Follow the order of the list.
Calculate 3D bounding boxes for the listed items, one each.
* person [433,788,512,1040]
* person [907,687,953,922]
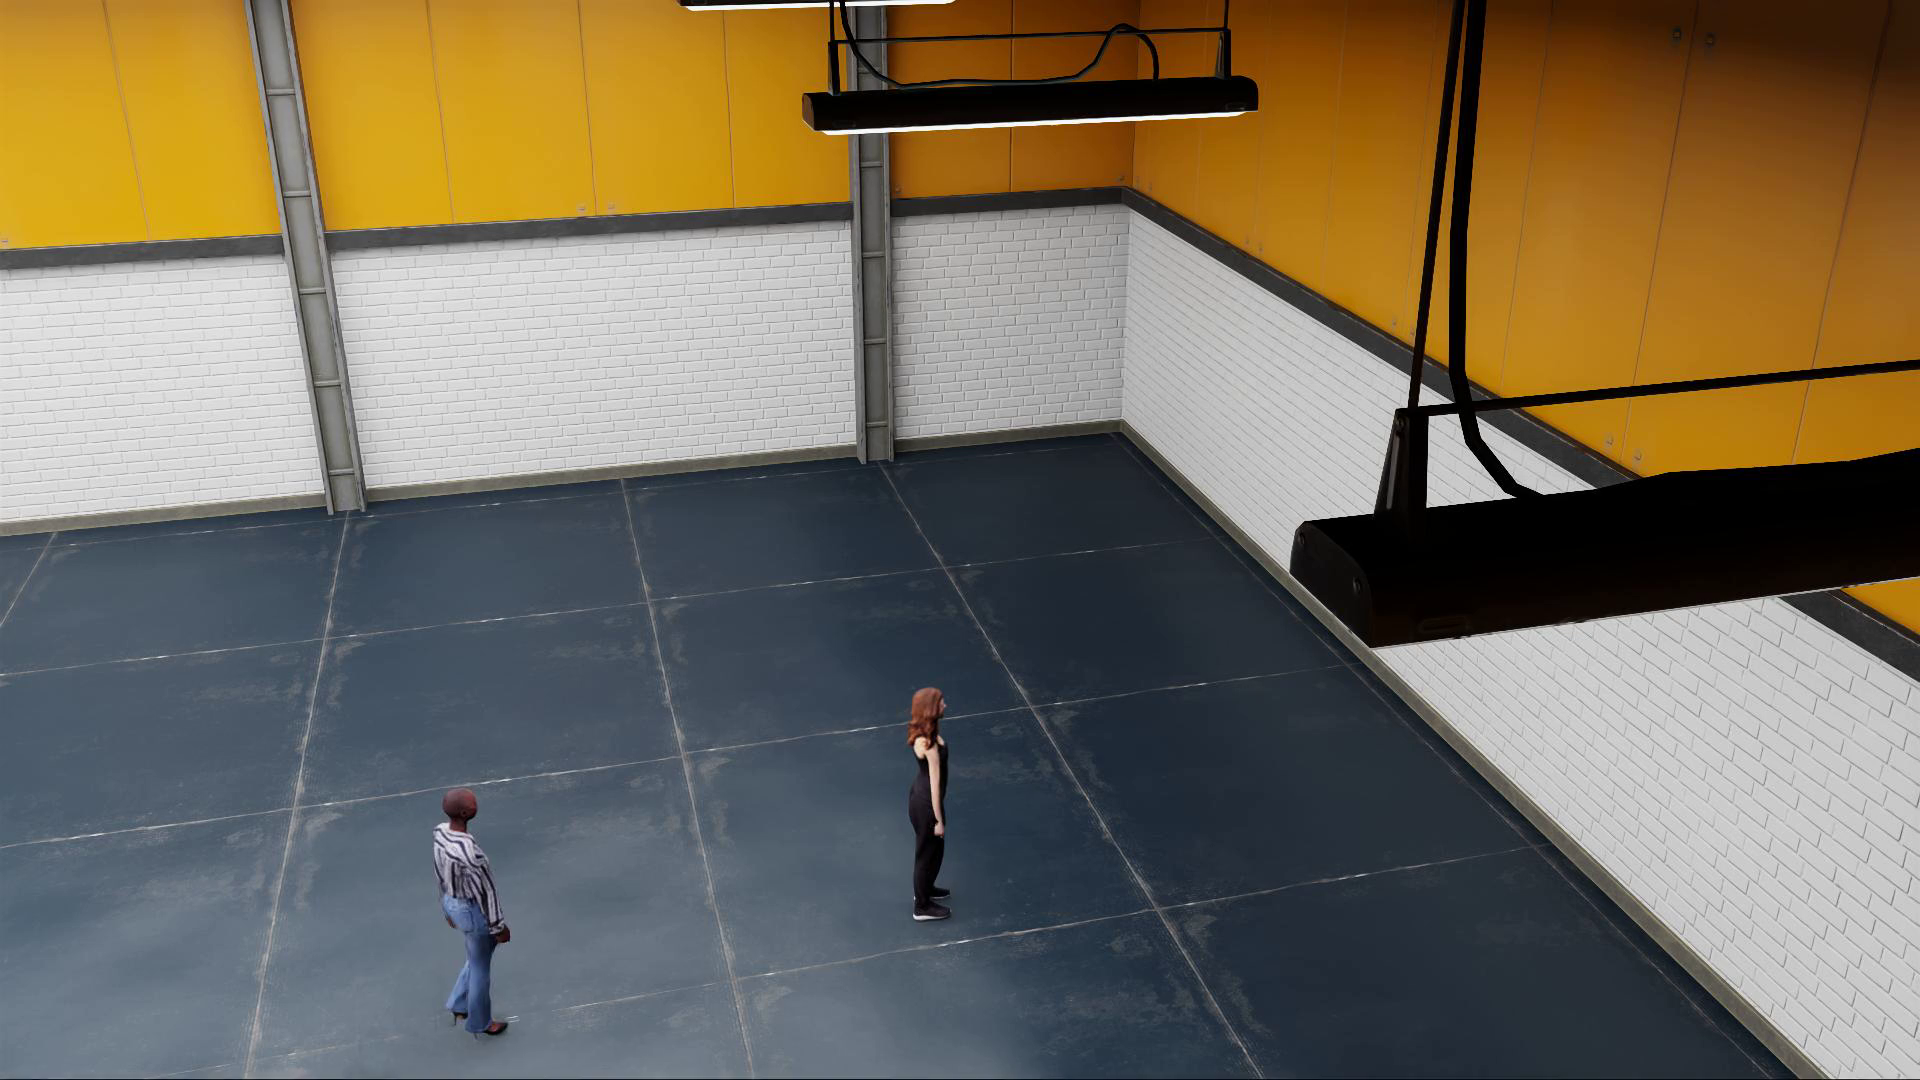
[{"bbox_3d":[-3.048,2.333,10.108,0.785,1.783,0.757,-20,30,-37],"label":"person"},{"bbox_3d":[-0.234,1.795,11.384,0.561,1.747,0.605,-3,24,-8],"label":"person"}]
